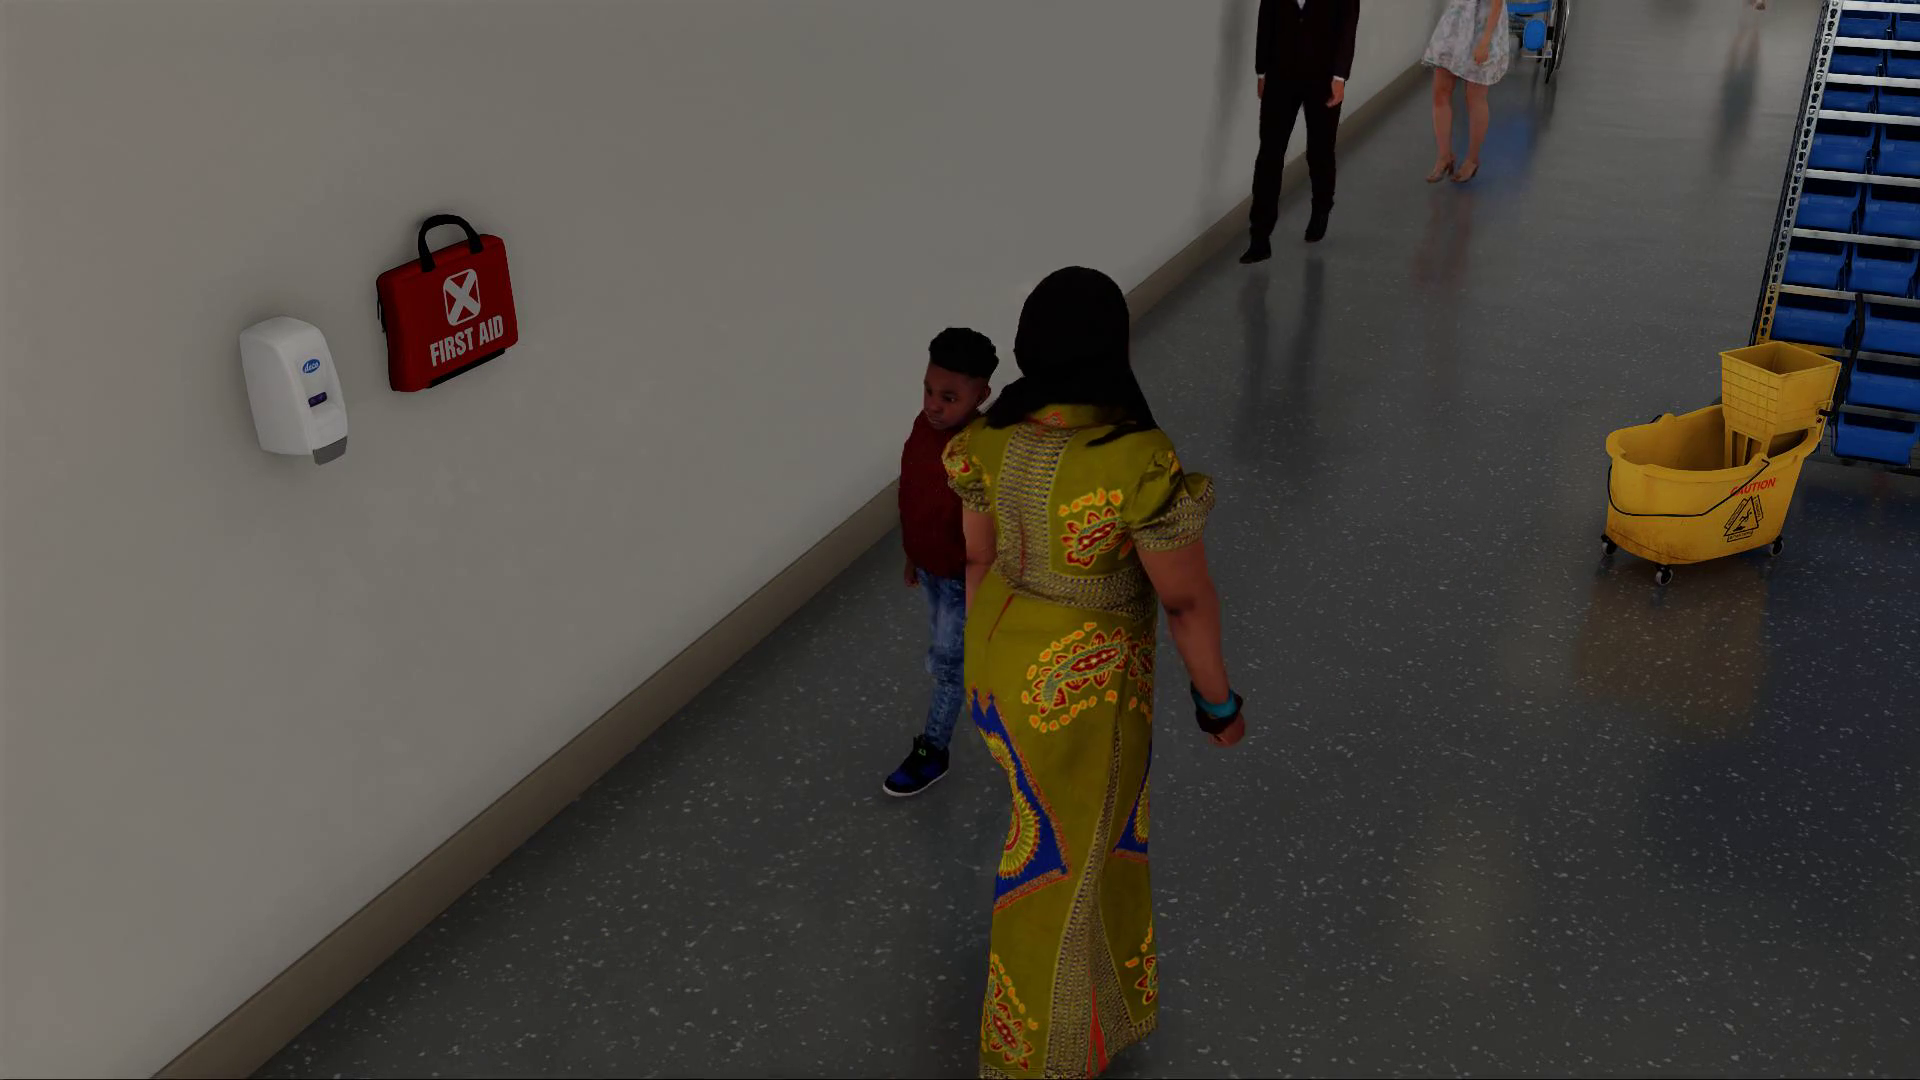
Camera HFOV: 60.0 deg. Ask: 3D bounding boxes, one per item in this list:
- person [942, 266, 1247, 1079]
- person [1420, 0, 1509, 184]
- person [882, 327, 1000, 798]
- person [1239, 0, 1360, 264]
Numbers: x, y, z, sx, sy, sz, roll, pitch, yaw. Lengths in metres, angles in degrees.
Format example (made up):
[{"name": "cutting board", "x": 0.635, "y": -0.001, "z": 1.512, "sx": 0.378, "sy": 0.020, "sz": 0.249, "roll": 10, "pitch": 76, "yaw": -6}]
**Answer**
[{"name": "person", "x": 0.138, "y": 0.329, "z": 3.098, "sx": 0.982, "sy": 1.633, "sz": 0.956, "roll": -20, "pitch": 32, "yaw": -36}, {"name": "person", "x": 3.019, "y": -2.909, "z": 9.699, "sx": 0.900, "sy": 1.732, "sz": 0.859, "roll": -10, "pitch": 27, "yaw": -19}, {"name": "person", "x": 0.044, "y": 0.037, "z": 4.165, "sx": 0.811, "sy": 1.232, "sz": 0.819, "roll": -14, "pitch": 29, "yaw": -26}, {"name": "person", "x": 1.784, "y": -2.348, "z": 8.438, "sx": 1.155, "sy": 1.818, "sz": 0.765, "roll": 11, "pitch": 28, "yaw": 22}]
